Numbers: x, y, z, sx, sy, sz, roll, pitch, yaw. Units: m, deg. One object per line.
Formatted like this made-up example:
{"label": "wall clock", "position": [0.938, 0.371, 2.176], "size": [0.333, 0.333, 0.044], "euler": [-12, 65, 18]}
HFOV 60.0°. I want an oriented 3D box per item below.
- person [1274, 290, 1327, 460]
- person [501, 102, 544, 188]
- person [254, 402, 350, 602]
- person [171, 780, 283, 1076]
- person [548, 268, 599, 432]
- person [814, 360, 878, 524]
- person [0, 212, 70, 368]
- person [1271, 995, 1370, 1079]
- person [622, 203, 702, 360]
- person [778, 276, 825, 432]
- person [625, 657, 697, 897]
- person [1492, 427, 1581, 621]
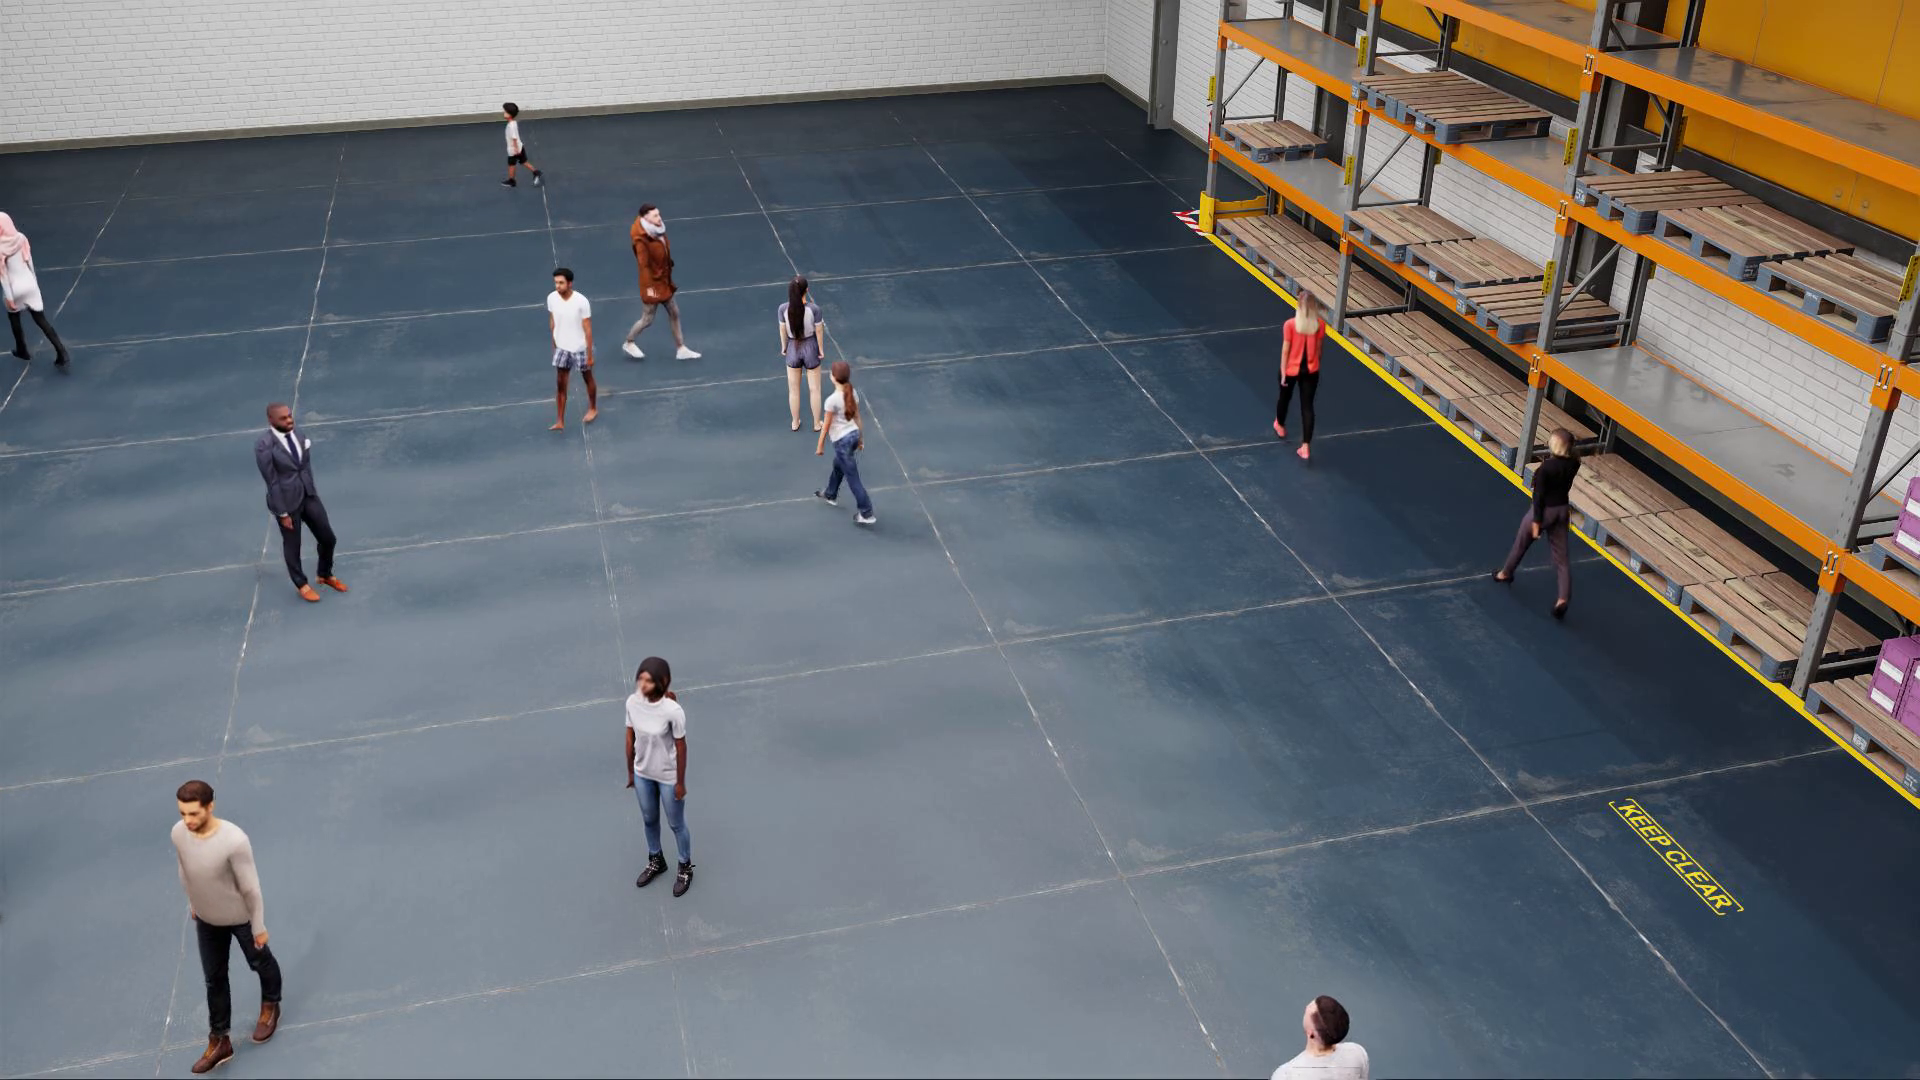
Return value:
{"label": "person", "position": [3.382, -1.596, 16.385], "size": [0.758, 1.650, 1.206], "euler": [-2, 29, -4]}
{"label": "person", "position": [-6.516, -5.844, 24.596], "size": [0.663, 1.245, 0.818], "euler": [-1, 29, -2]}
{"label": "person", "position": [-5.628, -0.334, 13.906], "size": [0.871, 1.810, 0.808], "euler": [15, 32, 25]}
{"label": "person", "position": [-4.114, 2.075, 9.446], "size": [0.881, 1.850, 1.001], "euler": [5, 29, 8]}
{"label": "person", "position": [-3.917, -1.994, 17.065], "size": [0.974, 1.699, 1.136], "euler": [7, 29, 12]}
{"label": "person", "position": [-1.004, -0.868, 15.186], "size": [1.124, 1.520, 0.966], "euler": [21, 35, 33]}
{"label": "person", "position": [-10.264, -2.713, 18.317], "size": [1.234, 1.761, 1.179], "euler": [15, 32, 26]}
{"label": "person", "position": [1.695, 2.950, 7.895], "size": [0.823, 1.800, 1.196], "euler": [-12, 31, -21]}
{"label": "person", "position": [-3.468, -2.835, 18.500], "size": [1.128, 1.801, 1.207], "euler": [7, 29, 13]}
{"label": "person", "position": [-1.601, -1.894, 16.933], "size": [0.657, 1.650, 0.624], "euler": [2, 29, 4]}
{"label": "person", "position": [-1.921, 1.503, 10.634], "size": [0.672, 1.718, 0.706], "euler": [11, 30, 19]}
{"label": "person", "position": [4.906, -0.102, 13.675], "size": [0.687, 1.624, 1.067], "euler": [-11, 31, -20]}
